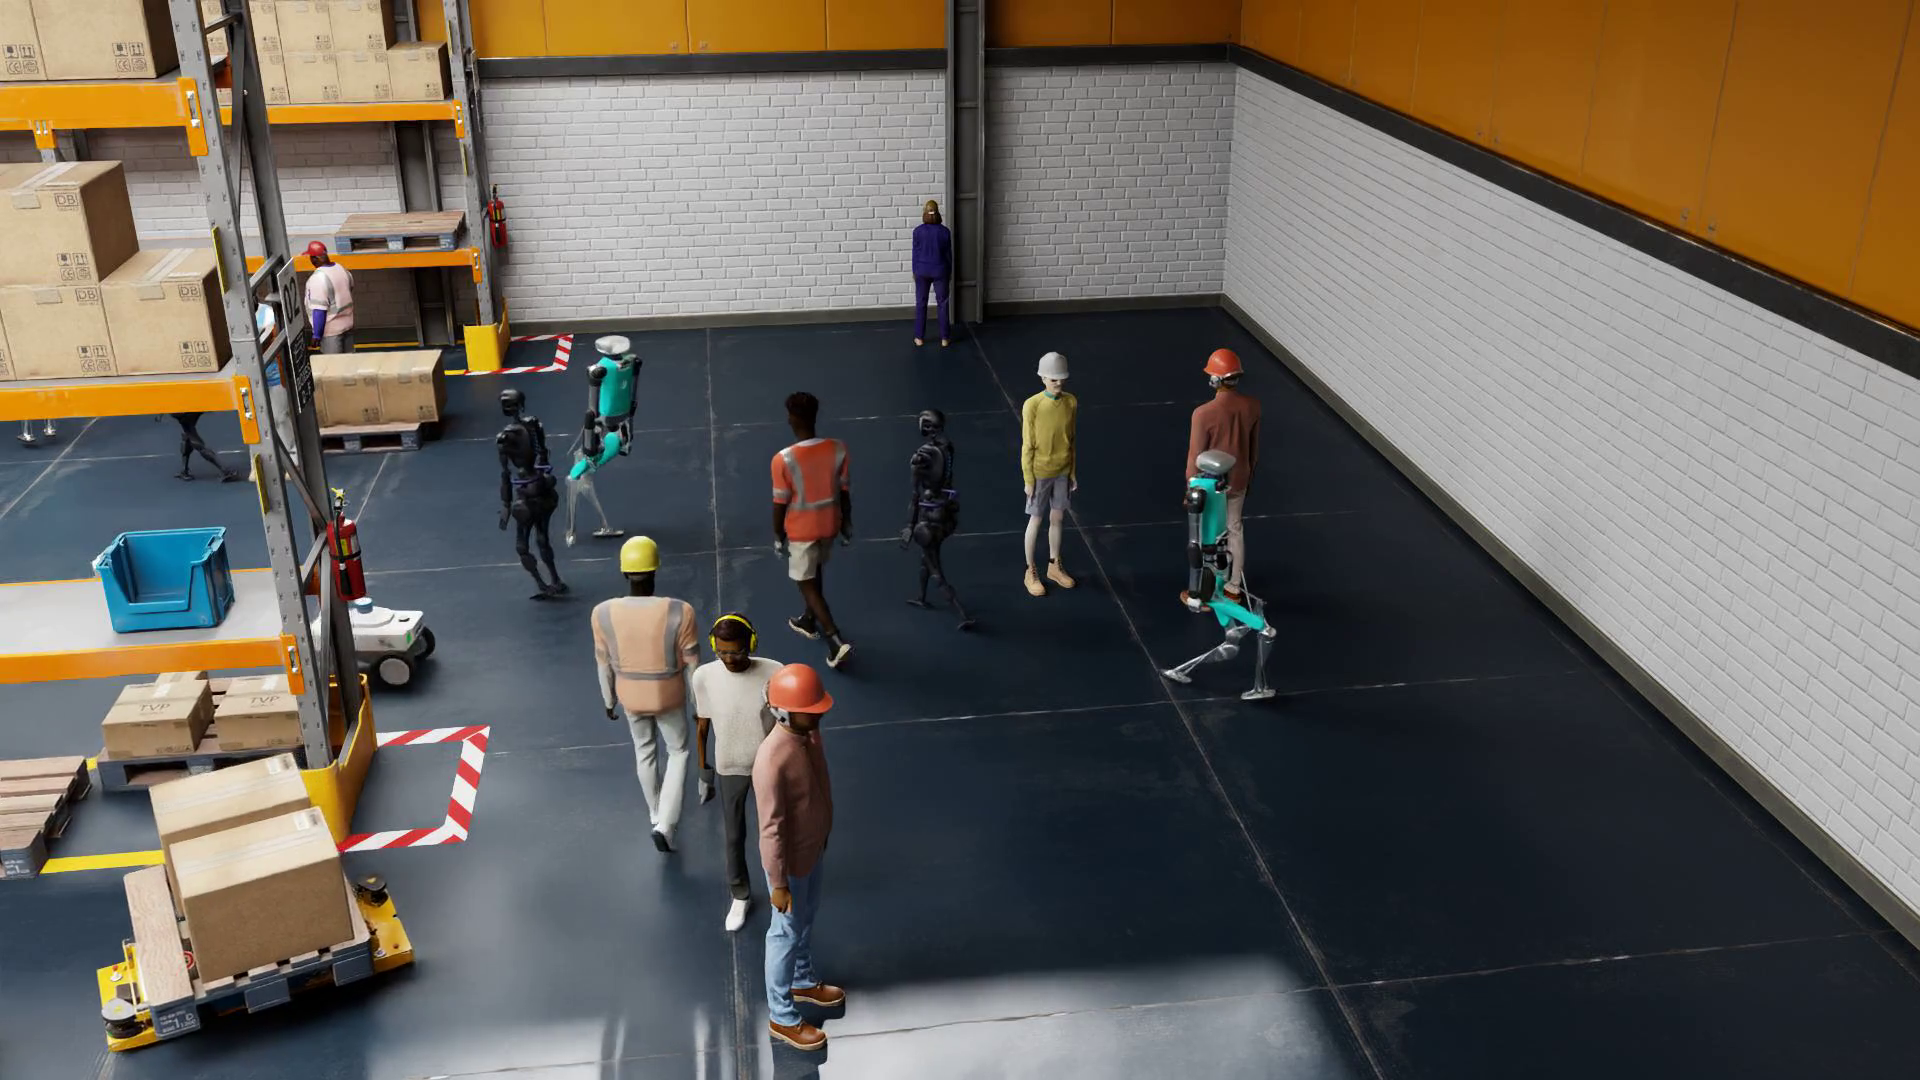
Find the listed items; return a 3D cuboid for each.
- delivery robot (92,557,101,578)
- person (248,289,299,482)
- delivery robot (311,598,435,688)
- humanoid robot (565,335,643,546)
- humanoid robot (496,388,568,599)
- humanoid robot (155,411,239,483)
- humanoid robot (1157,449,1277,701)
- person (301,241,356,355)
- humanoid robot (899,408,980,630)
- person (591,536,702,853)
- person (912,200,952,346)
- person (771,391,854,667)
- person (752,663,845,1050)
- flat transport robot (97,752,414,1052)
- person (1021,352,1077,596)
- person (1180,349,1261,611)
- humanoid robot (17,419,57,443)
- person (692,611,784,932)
[{"bbox_3d":[-6.048,0.273,12.408,0.782,0.586,0.499,3,24,8],"label":"delivery robot"},{"bbox_3d":[-6.171,-1.400,14.641,0.636,1.838,0.429,-1,24,-2],"label":"person"},{"bbox_3d":[-4.068,0.683,11.468,0.766,0.580,0.499,0,24,0],"label":"delivery robot"},{"bbox_3d":[-2.985,-0.816,13.438,0.842,1.776,0.619,15,28,30],"label":"humanoid robot"},{"bbox_3d":[-3.217,-0.336,12.420,0.331,1.654,0.591,9,25,19],"label":"humanoid robot"},{"bbox_3d":[-6.792,-1.266,14.612,0.713,1.640,0.602,7,25,15],"label":"humanoid robot"},{"bbox_3d":[1.834,0.293,10.957,1.043,1.762,0.549,13,27,27],"label":"humanoid robot"},{"bbox_3d":[-6.141,-2.063,16.252,0.419,1.752,0.612,6,24,13],"label":"person"},{"bbox_3d":[-0.159,-0.149,12.058,0.767,1.651,0.603,14,27,29],"label":"humanoid robot"},{"bbox_3d":[-1.737,0.876,9.369,0.598,1.902,0.737,0,24,0],"label":"person"},{"bbox_3d":[-0.308,-2.969,18.486,0.448,1.617,0.372,1,24,3],"label":"person"},{"bbox_3d":[-0.998,-0.083,11.534,0.599,1.927,0.903,-17,29,-34],"label":"person"},{"bbox_3d":[-0.759,1.474,7.895,0.393,1.991,0.620,6,24,13],"label":"person"},{"bbox_3d":[-3.610,2.140,8.520,1.431,0.231,0.659,-13,27,-27],"label":"flat transport robot"},{"bbox_3d":[0.670,-0.514,12.555,0.478,1.891,0.382,-13,27,-28],"label":"person"},{"bbox_3d":[1.914,-0.445,12.283,0.614,1.986,0.406,-13,27,-28],"label":"person"},{"bbox_3d":[-8.651,-1.705,15.284,0.533,1.680,0.735,-20,31,-38],"label":"humanoid robot"},{"bbox_3d":[-1.112,1.214,8.665,0.516,1.856,0.352,-1,24,-2],"label":"person"}]
